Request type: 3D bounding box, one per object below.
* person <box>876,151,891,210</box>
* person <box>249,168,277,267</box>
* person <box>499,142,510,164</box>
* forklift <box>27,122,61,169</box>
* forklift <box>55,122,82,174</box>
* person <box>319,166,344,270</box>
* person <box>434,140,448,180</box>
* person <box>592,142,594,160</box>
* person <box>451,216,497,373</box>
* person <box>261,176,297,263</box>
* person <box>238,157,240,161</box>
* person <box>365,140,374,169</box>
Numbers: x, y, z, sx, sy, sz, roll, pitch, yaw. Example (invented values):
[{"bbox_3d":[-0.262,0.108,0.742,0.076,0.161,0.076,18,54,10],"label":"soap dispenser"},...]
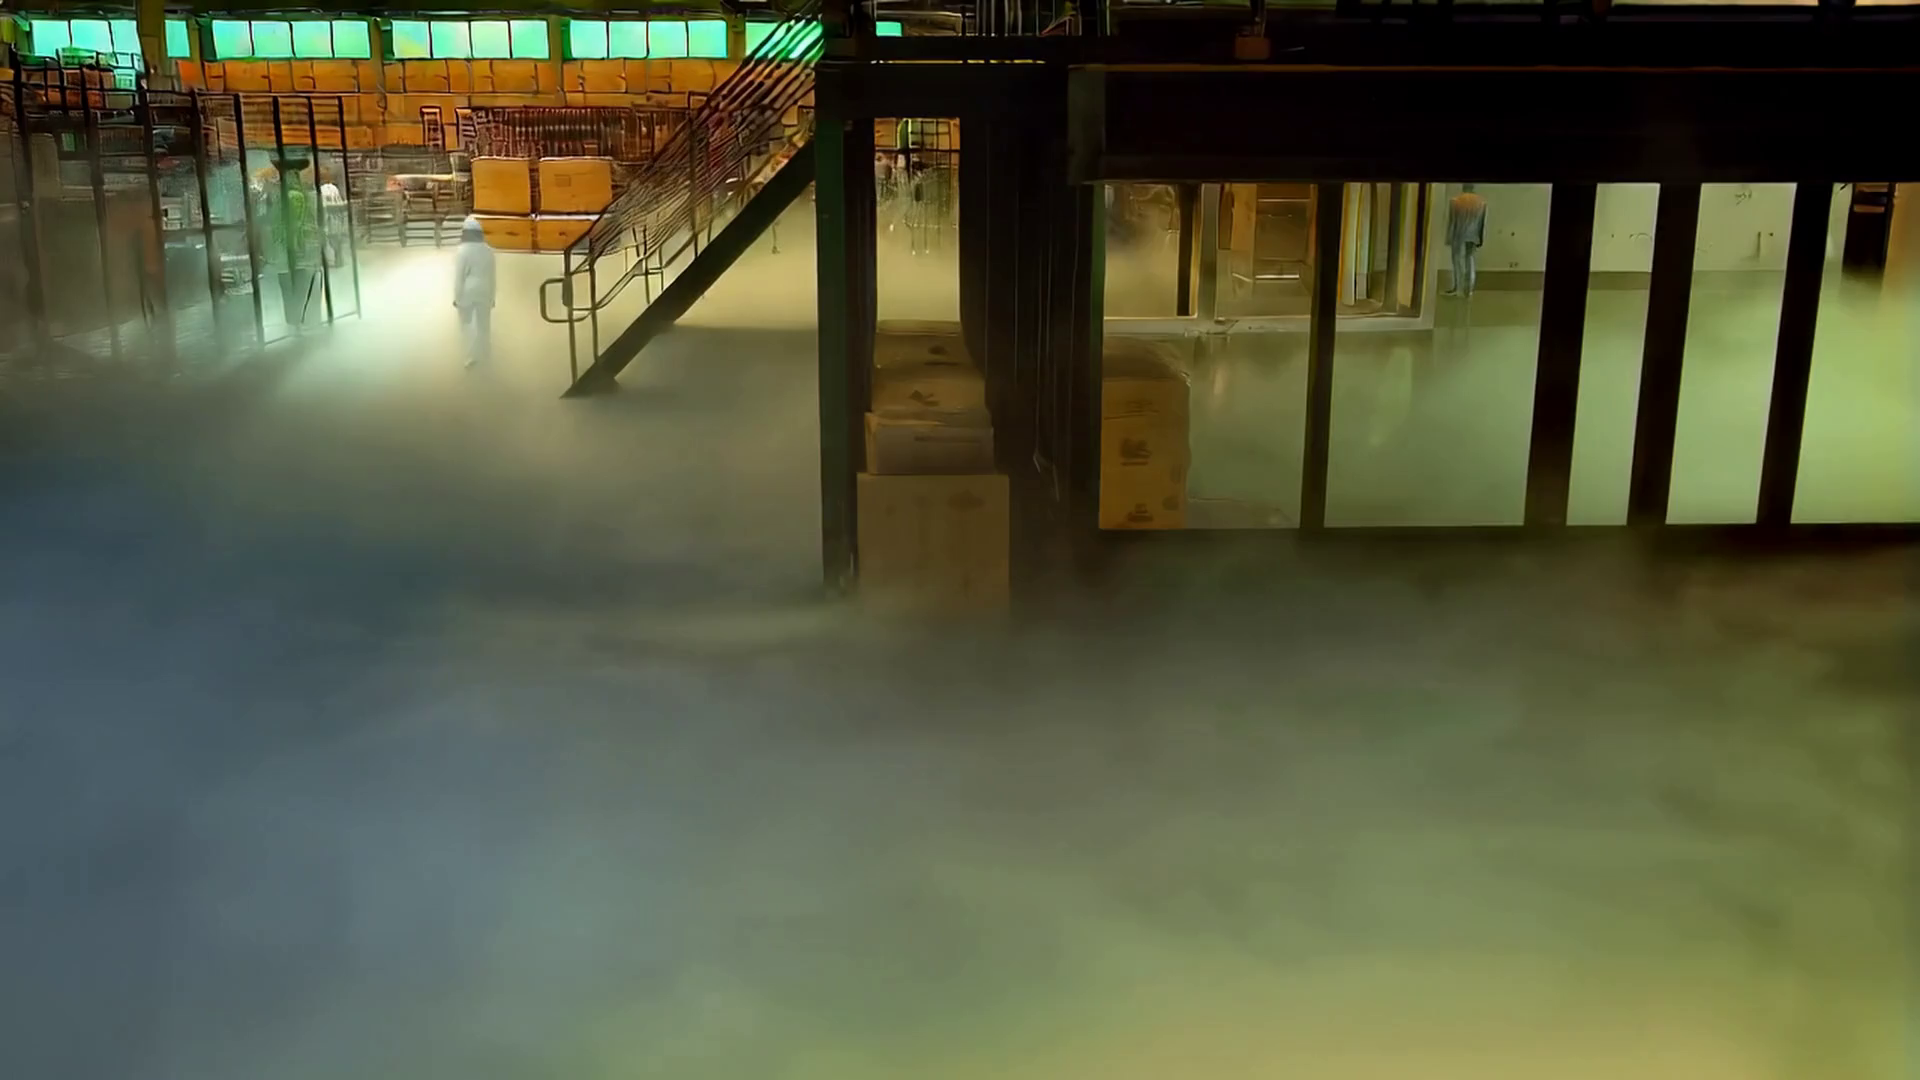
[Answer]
[{"bbox_3d":[-2.571,-11.663,53.957,0.669,1.887,0.418,2,14,9],"label":"person"},{"bbox_3d":[-13.595,-6.253,32.313,0.589,1.902,0.610,5,15,18],"label":"person"},{"bbox_3d":[-24.423,-20.407,89.104,0.666,1.791,0.441,5,15,21],"label":"person"},{"bbox_3d":[-35.376,-14.773,64.377,1.129,2.768,1.873,-1,14,-2],"label":"forklift"},{"bbox_3d":[-38.577,-16.682,72.009,1.129,2.768,1.873,-1,14,-3],"label":"forklift"},{"bbox_3d":[-12.012,-6.143,31.741,0.367,1.963,0.609,-2,14,-8],"label":"person"},{"bbox_3d":[-25.511,-18.629,81.627,0.808,1.961,0.634,-3,14,-10],"label":"person"},{"bbox_3d":[-20.514,-21.494,93.476,0.776,1.807,0.640,11,18,37],"label":"person"},{"bbox_3d":[-5.433,-2.739,18.607,0.519,1.724,0.459,-7,16,-27],"label":"person"},{"bbox_3d":[-13.756,-6.406,33.297,0.918,1.709,0.560,4,14,14],"label":"person"},{"bbox_3d":[-23.300,-11.654,54.135,0.618,1.780,0.917,0,14,1],"label":"person"},{"bbox_3d":[-30.528,-19.678,85.914,0.458,1.923,0.638,5,15,20],"label":"person"}]
